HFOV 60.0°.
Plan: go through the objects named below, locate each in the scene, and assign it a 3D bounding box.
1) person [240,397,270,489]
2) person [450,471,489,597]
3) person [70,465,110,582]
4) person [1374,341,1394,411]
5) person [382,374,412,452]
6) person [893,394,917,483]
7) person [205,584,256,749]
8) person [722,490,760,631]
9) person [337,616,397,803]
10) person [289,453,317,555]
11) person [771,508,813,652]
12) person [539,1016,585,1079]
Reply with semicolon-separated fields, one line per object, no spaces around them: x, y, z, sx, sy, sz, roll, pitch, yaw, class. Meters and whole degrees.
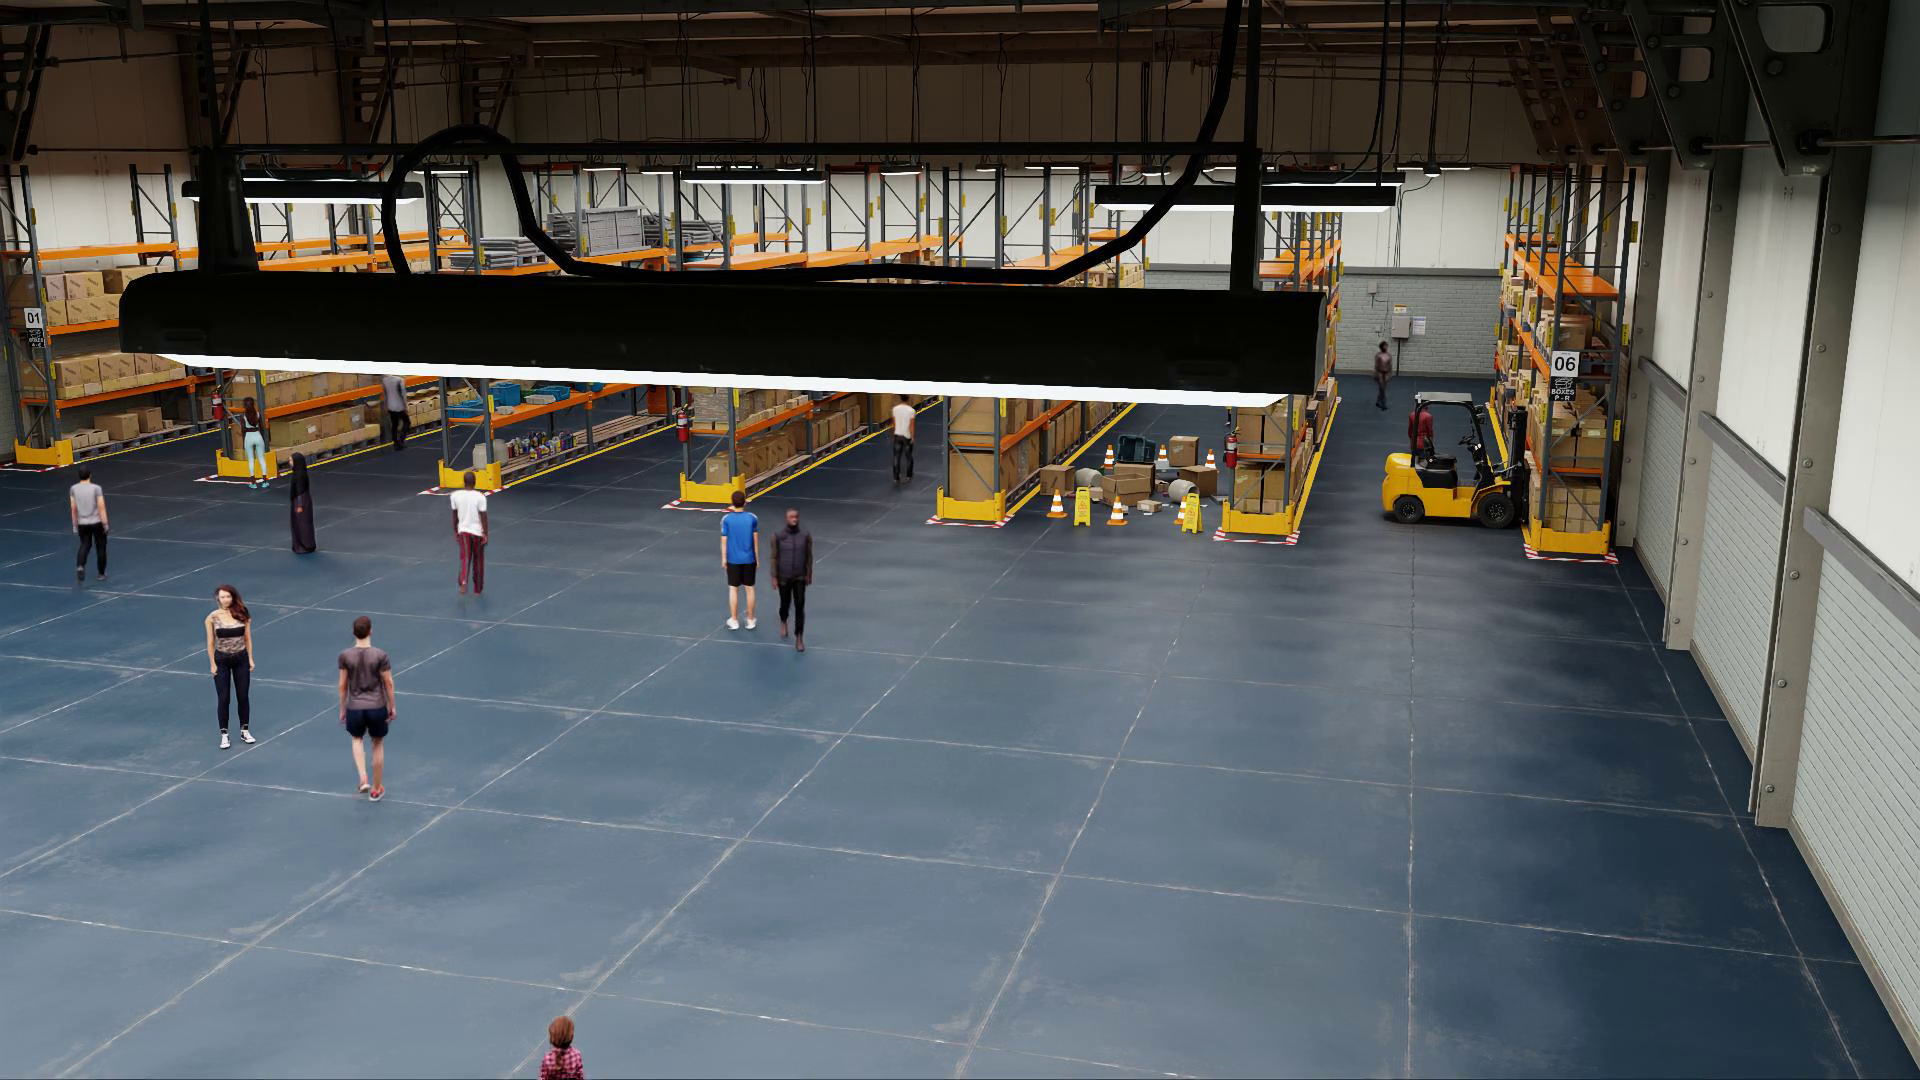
-13.431;-1.853;31.620;0.652;1.724;0.710;-7;15;-28;person
-6.988;-0.056;23.653;0.805;1.819;0.945;0;13;-1;person
-12.854;-0.219;24.537;0.806;1.737;0.946;-2;13;-7;person
10.479;-4.058;41.270;0.829;1.666;1.183;-1;13;-4;person
-12.066;-2.833;35.443;0.771;1.910;0.623;4;14;17;person
-1.126;-1.945;31.945;0.681;1.756;1.168;3;13;12;person
-7.798;1.327;17.791;0.681;1.769;0.752;-8;16;-32;person
-2.933;0.255;22.208;0.734;1.864;0.735;-2;13;-10;person
-5.772;1.672;16.135;0.817;1.842;0.847;-3;13;-13;person
-10.480;-0.602;26.472;0.776;1.610;0.699;-5;14;-21;person
-2.178;0.475;21.373;1.050;1.811;1.252;-3;13;-13;person
-2.462;3.452;10.293;0.601;1.010;0.668;-6;15;-26;person
